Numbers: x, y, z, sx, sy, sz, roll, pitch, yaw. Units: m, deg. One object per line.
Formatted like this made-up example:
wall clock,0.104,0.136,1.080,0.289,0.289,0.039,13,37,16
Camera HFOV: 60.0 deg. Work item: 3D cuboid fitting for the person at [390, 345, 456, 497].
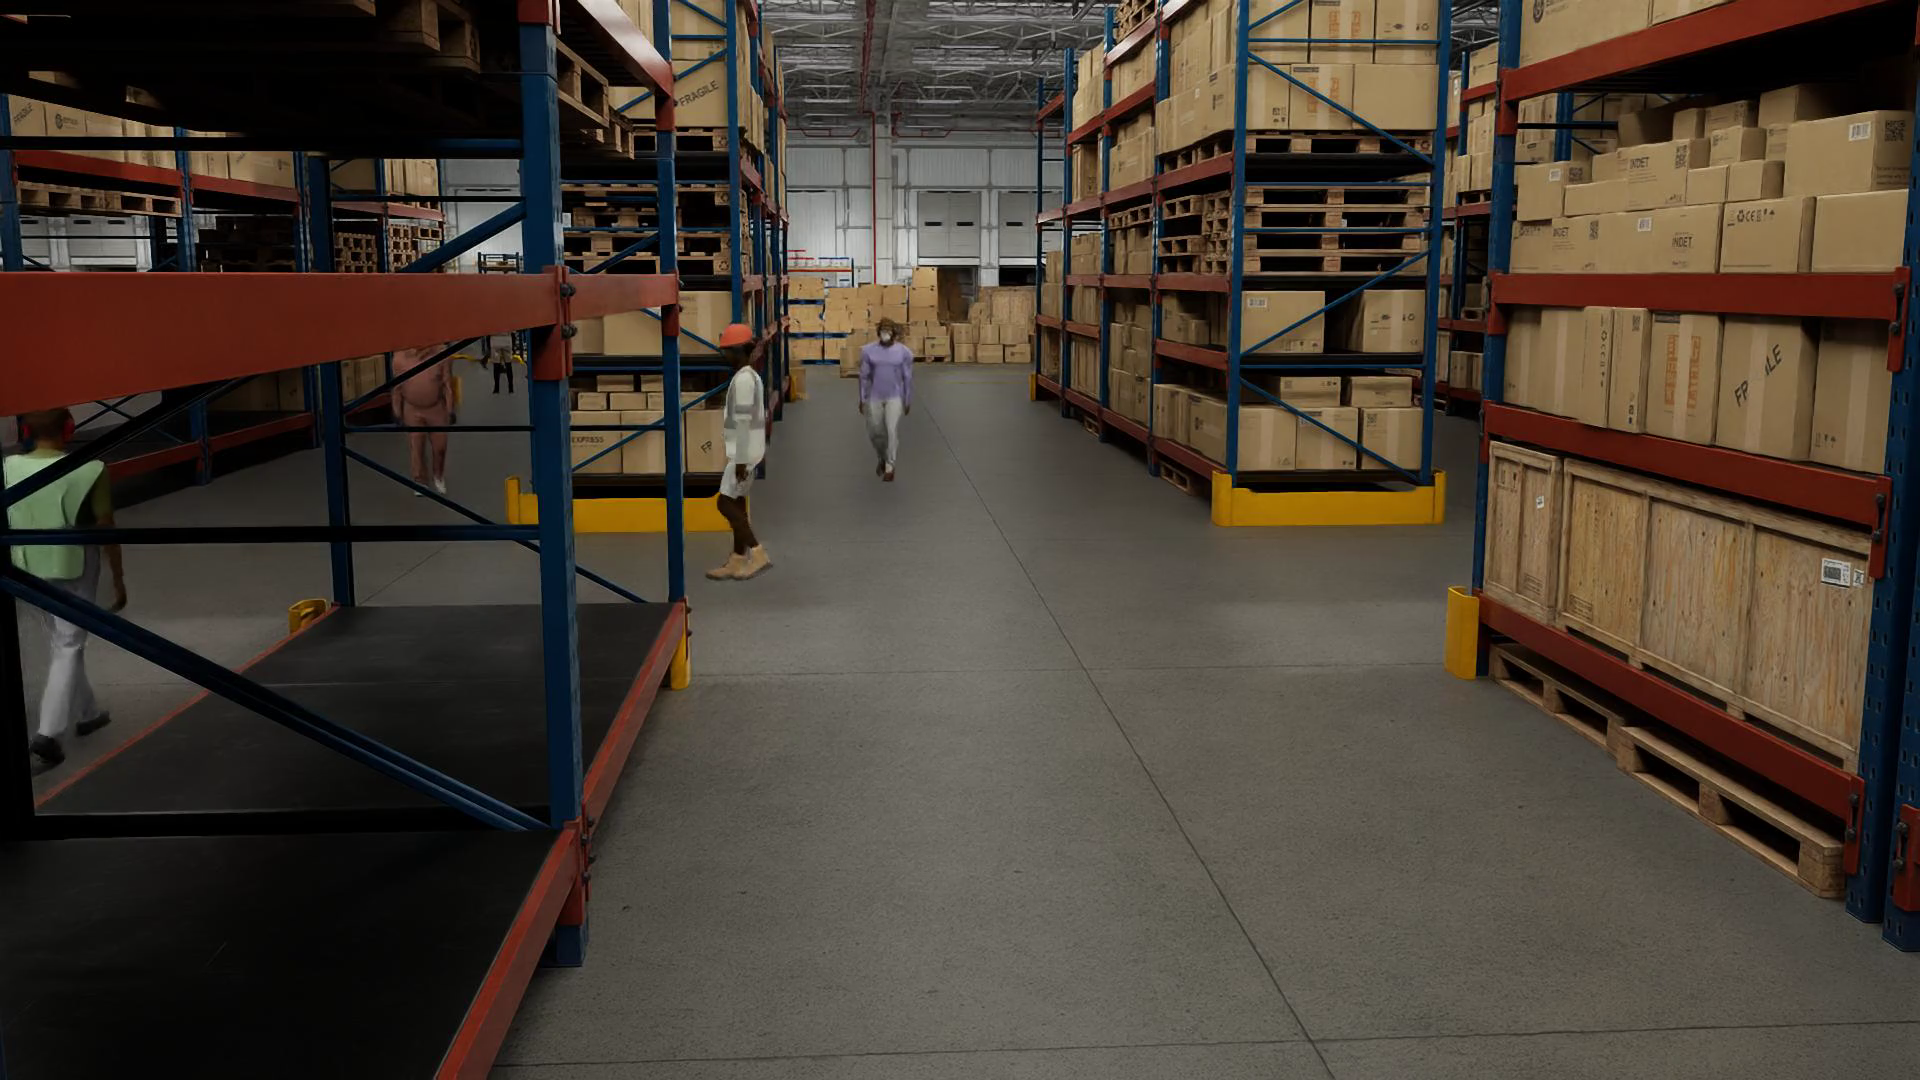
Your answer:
person,-5.812,-1.394,17.989,0.670,1.885,0.582,-2,9,-15

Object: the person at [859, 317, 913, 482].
person,-0.864,-1.642,19.426,0.651,1.923,0.459,1,9,6

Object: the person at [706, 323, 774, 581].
person,-1.755,-0.670,12.996,0.473,2.027,0.644,0,9,0

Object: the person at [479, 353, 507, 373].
person,-11.432,-5.046,40.838,0.647,1.913,0.555,-3,9,-16

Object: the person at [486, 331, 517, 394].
person,-9.267,-3.918,33.593,0.612,1.965,0.362,-4,10,-23

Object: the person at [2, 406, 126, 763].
person,-4.540,0.178,8.366,0.574,1.805,0.955,-1,9,-4
